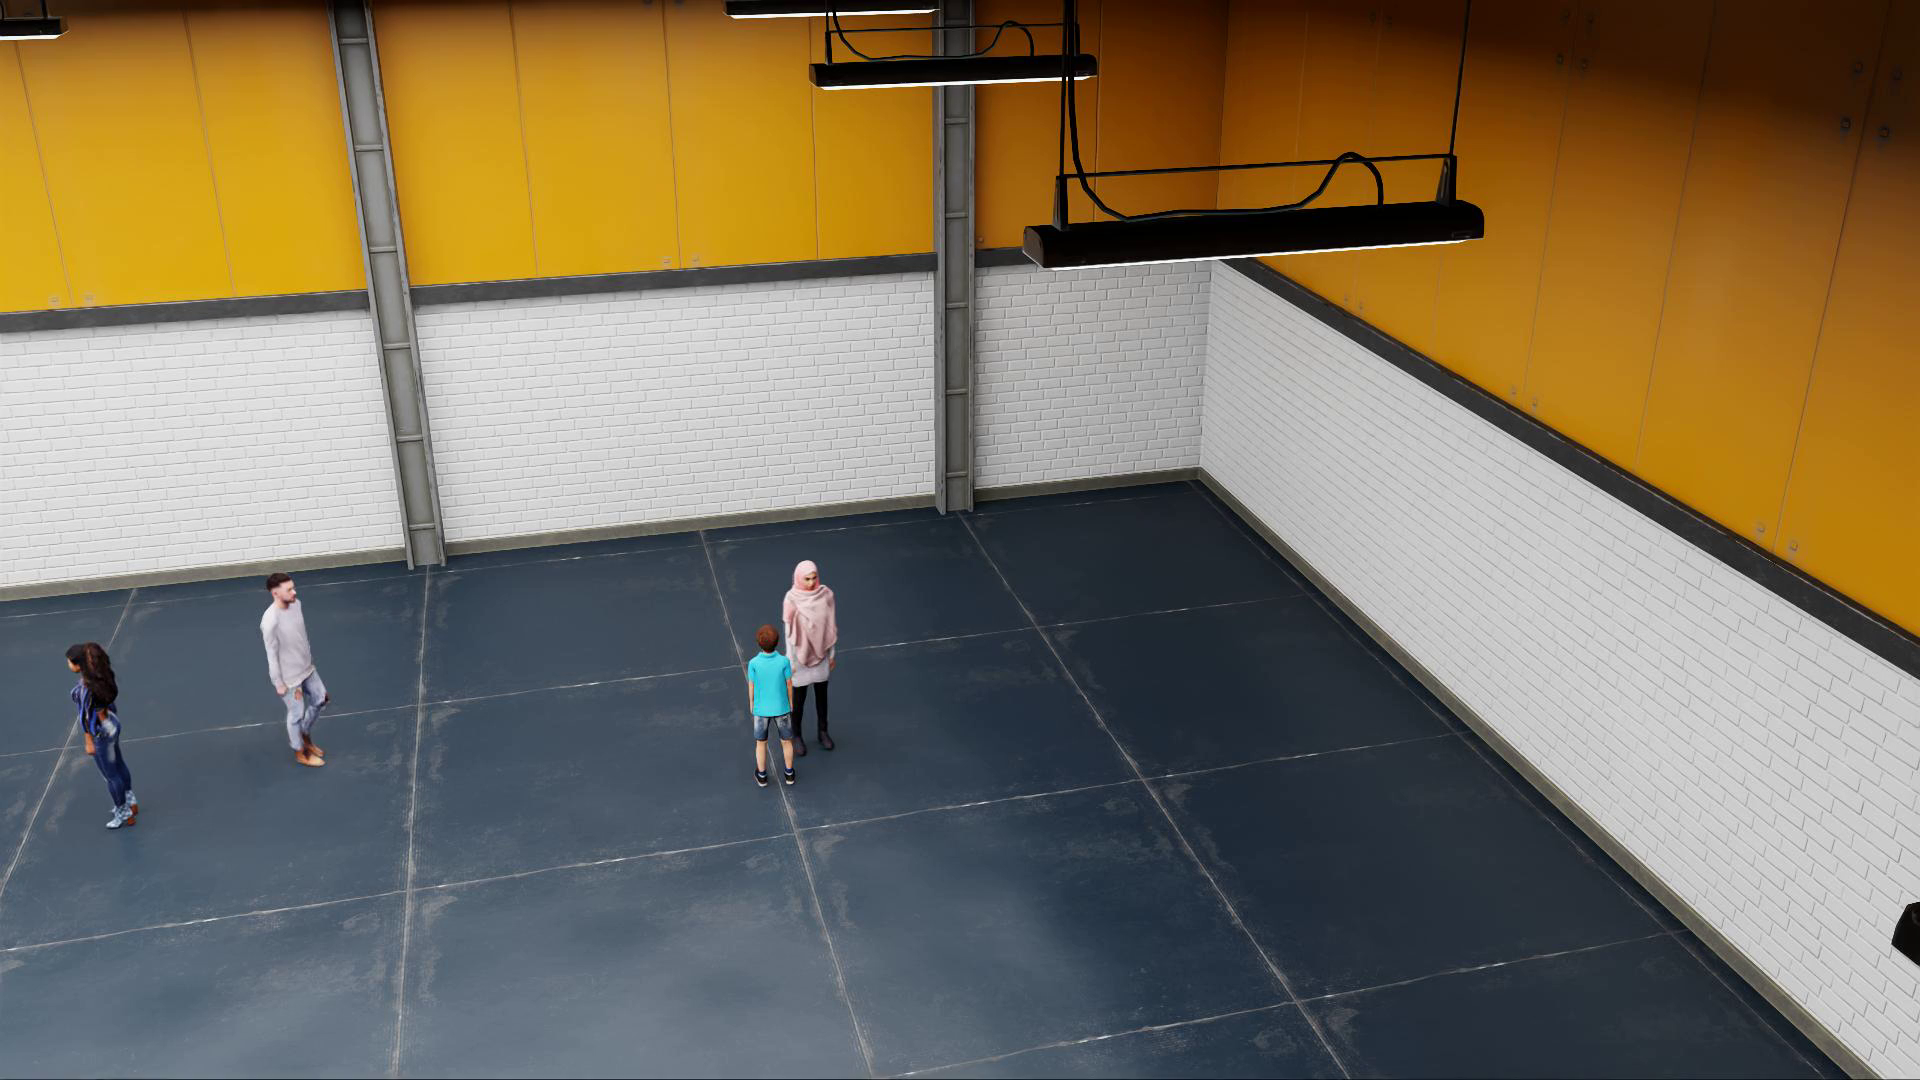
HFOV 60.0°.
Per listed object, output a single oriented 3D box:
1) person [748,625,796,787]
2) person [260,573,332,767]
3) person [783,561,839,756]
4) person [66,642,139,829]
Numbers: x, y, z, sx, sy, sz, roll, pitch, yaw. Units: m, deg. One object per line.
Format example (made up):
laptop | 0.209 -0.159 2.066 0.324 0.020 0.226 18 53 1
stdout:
person | -1.573 1.379 13.903 0.445 1.447 0.595 -3 24 -7
person | -5.724 1.096 14.084 0.811 1.821 0.821 5 24 11
person | -1.303 1.003 14.321 0.573 1.800 0.722 -11 26 -23
person | -6.858 1.543 13.307 0.551 1.625 0.609 -5 24 -11
